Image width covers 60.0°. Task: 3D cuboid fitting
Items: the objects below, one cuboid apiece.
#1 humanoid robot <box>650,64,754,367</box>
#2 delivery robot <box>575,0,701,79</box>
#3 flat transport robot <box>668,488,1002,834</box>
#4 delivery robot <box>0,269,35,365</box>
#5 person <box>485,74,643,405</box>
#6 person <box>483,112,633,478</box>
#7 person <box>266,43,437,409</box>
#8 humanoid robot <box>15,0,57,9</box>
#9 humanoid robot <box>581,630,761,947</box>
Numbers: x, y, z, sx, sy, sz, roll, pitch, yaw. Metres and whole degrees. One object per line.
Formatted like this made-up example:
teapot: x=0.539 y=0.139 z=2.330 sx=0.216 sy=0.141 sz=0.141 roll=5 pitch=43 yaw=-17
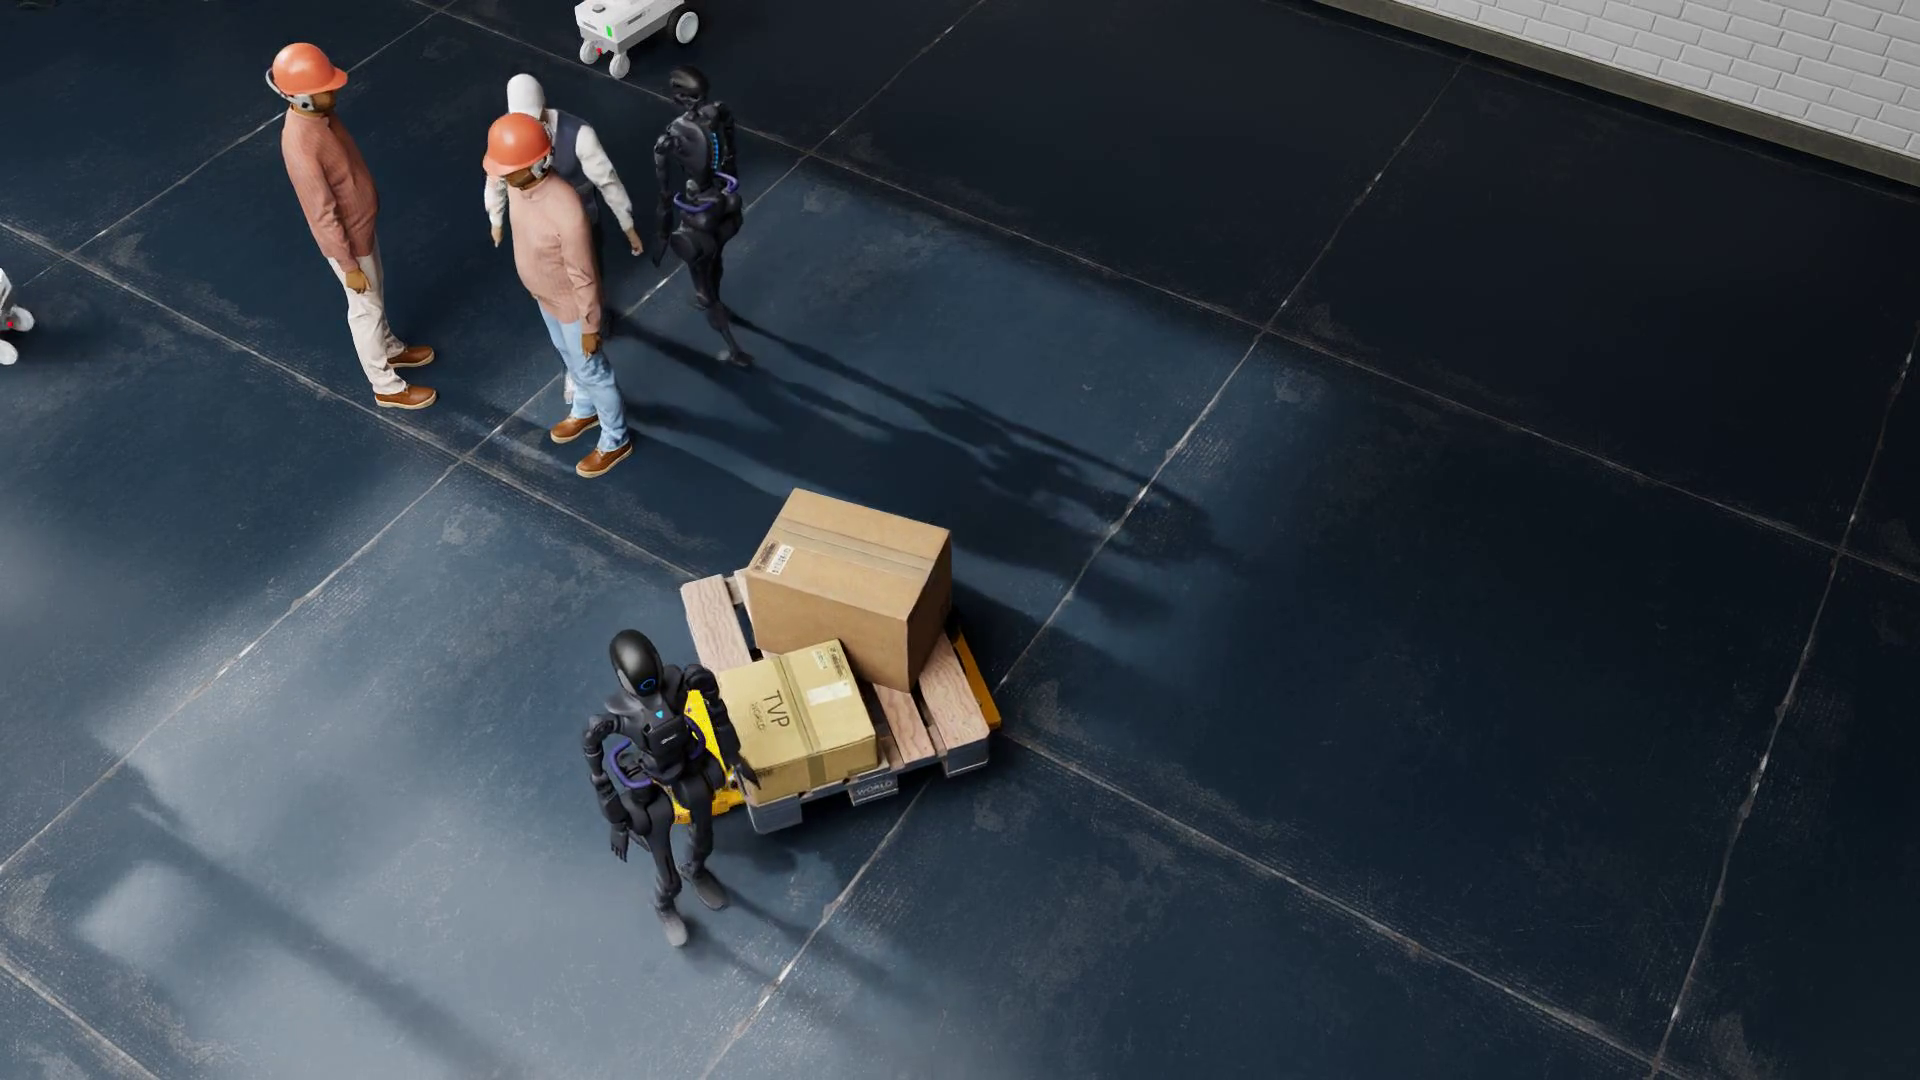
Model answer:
humanoid robot: x=-1.316 y=-1.630 z=8.326 sx=0.650 sy=1.648 sz=0.595 roll=28 pitch=55 yaw=22
delivery robot: x=-2.069 y=-3.340 z=10.549 sx=0.499 sy=0.601 sz=0.802 roll=30 pitch=55 yaw=24
flat transport robot: x=-0.601 y=0.717 z=7.189 sx=1.431 sy=0.231 sz=0.659 roll=-15 pitch=51 yaw=-13
delivery robot: x=-5.335 y=-1.188 z=8.676 sx=0.814 sy=0.613 sz=0.499 roll=-2 pitch=49 yaw=-2
person: x=-1.952 y=-1.519 z=8.188 sx=0.736 sy=1.707 sz=0.934 roll=-9 pitch=50 yaw=-8
person: x=-1.841 y=-1.124 z=7.662 sx=0.402 sy=1.986 sz=0.610 roll=-30 pitch=55 yaw=-23
person: x=-2.908 y=-1.485 z=7.970 sx=0.391 sy=1.990 sz=0.624 roll=-9 pitch=49 yaw=-8
humanoid robot: x=-6.175 y=-4.180 z=10.542 sx=0.340 sy=1.641 sz=0.596 roll=-21 pitch=52 yaw=-18
humanoid robot: x=-1.045 y=0.889 z=6.101 sx=0.595 sy=1.657 sz=0.341 roll=-29 pitch=55 yaw=-23
